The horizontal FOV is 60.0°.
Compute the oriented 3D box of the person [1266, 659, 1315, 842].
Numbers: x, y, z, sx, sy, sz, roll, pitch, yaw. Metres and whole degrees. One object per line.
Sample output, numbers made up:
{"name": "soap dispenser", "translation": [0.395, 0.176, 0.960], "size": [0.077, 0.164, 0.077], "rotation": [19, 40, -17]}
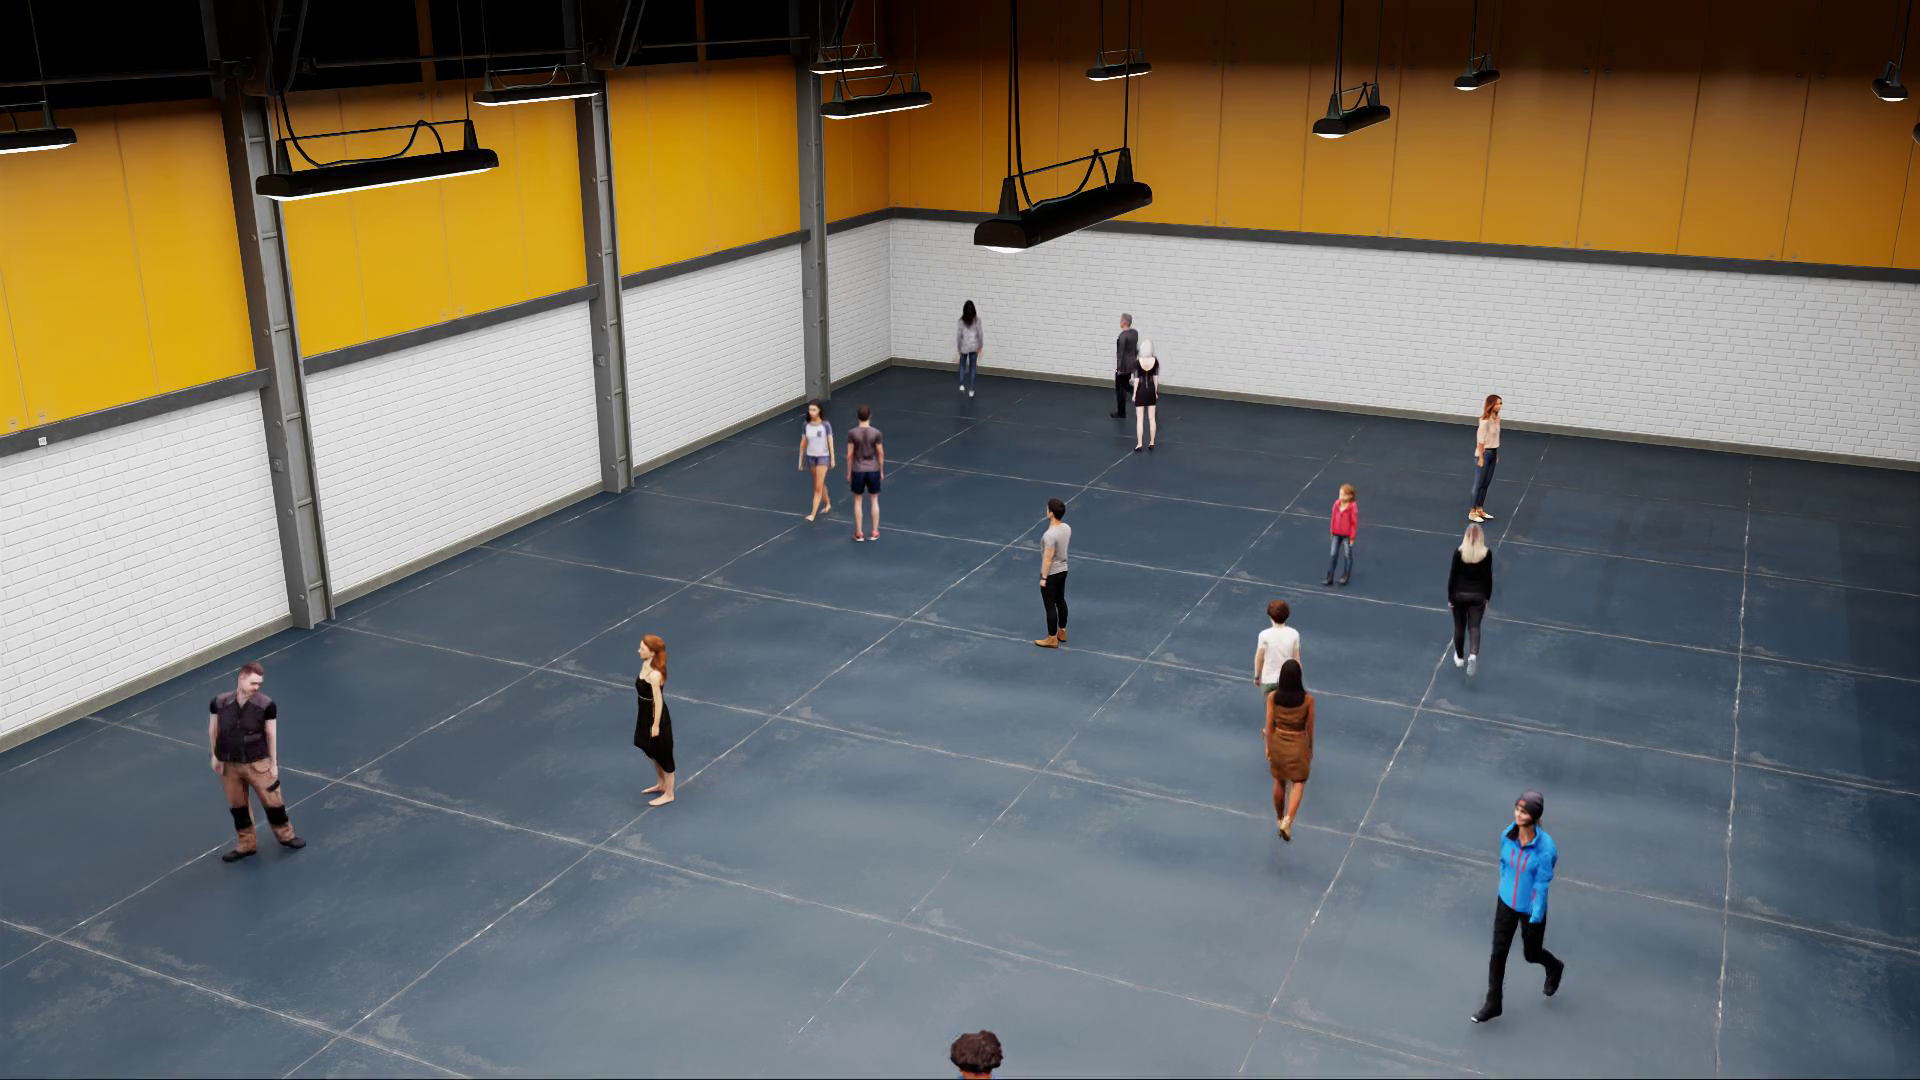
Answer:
{"name": "person", "translation": [2.830, 1.855, 14.319], "size": [0.620, 1.677, 0.848], "rotation": [6, 20, 17]}

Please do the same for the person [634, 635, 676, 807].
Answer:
{"name": "person", "translation": [-2.763, 1.619, 15.102], "size": [0.731, 1.624, 0.673], "rotation": [-7, 20, -21]}

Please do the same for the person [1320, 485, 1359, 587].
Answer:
{"name": "person", "translation": [4.794, -0.071, 20.629], "size": [0.644, 1.301, 0.803], "rotation": [15, 24, 37]}

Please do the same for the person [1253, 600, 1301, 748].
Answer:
{"name": "person", "translation": [3.024, 1.404, 15.732], "size": [0.903, 1.629, 1.041], "rotation": [-3, 19, -10]}

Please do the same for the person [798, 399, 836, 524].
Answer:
{"name": "person", "translation": [-1.943, -1.111, 23.125], "size": [0.682, 1.678, 1.148], "rotation": [6, 20, 18]}

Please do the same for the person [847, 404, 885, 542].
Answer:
{"name": "person", "translation": [-1.266, -0.900, 22.224], "size": [0.728, 1.853, 0.741], "rotation": [-3, 19, -9]}

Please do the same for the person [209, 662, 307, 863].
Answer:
{"name": "person", "translation": [-6.087, 1.870, 14.080], "size": [0.911, 1.800, 0.863], "rotation": [4, 19, 10]}

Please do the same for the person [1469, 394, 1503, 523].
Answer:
{"name": "person", "translation": [7.295, -1.155, 23.075], "size": [0.610, 1.792, 0.730], "rotation": [-14, 23, -36]}

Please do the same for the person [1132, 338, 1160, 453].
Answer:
{"name": "person", "translation": [2.952, -2.308, 26.441], "size": [0.649, 1.829, 0.686], "rotation": [-4, 19, -13]}

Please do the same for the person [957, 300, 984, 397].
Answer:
{"name": "person", "translation": [0.172, -3.439, 29.987], "size": [0.854, 1.710, 1.021], "rotation": [0, 19, 1]}

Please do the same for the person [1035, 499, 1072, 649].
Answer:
{"name": "person", "translation": [1.063, 0.356, 18.696], "size": [0.704, 1.724, 0.521], "rotation": [13, 22, 33]}

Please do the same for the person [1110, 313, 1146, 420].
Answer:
{"name": "person", "translation": [2.891, -2.948, 28.352], "size": [0.823, 1.822, 0.815], "rotation": [11, 21, 29]}

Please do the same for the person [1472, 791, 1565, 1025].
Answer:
{"name": "person", "translation": [4.092, 2.622, 11.900], "size": [1.186, 1.767, 0.970], "rotation": [-12, 22, -33]}

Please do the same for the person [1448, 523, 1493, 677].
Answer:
{"name": "person", "translation": [5.479, 0.660, 17.874], "size": [0.792, 1.672, 1.051], "rotation": [3, 19, 8]}

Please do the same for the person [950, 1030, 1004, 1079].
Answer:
{"name": "person", "translation": [0.076, 3.509, 9.205], "size": [0.724, 1.805, 0.812], "rotation": [-9, 20, -24]}
